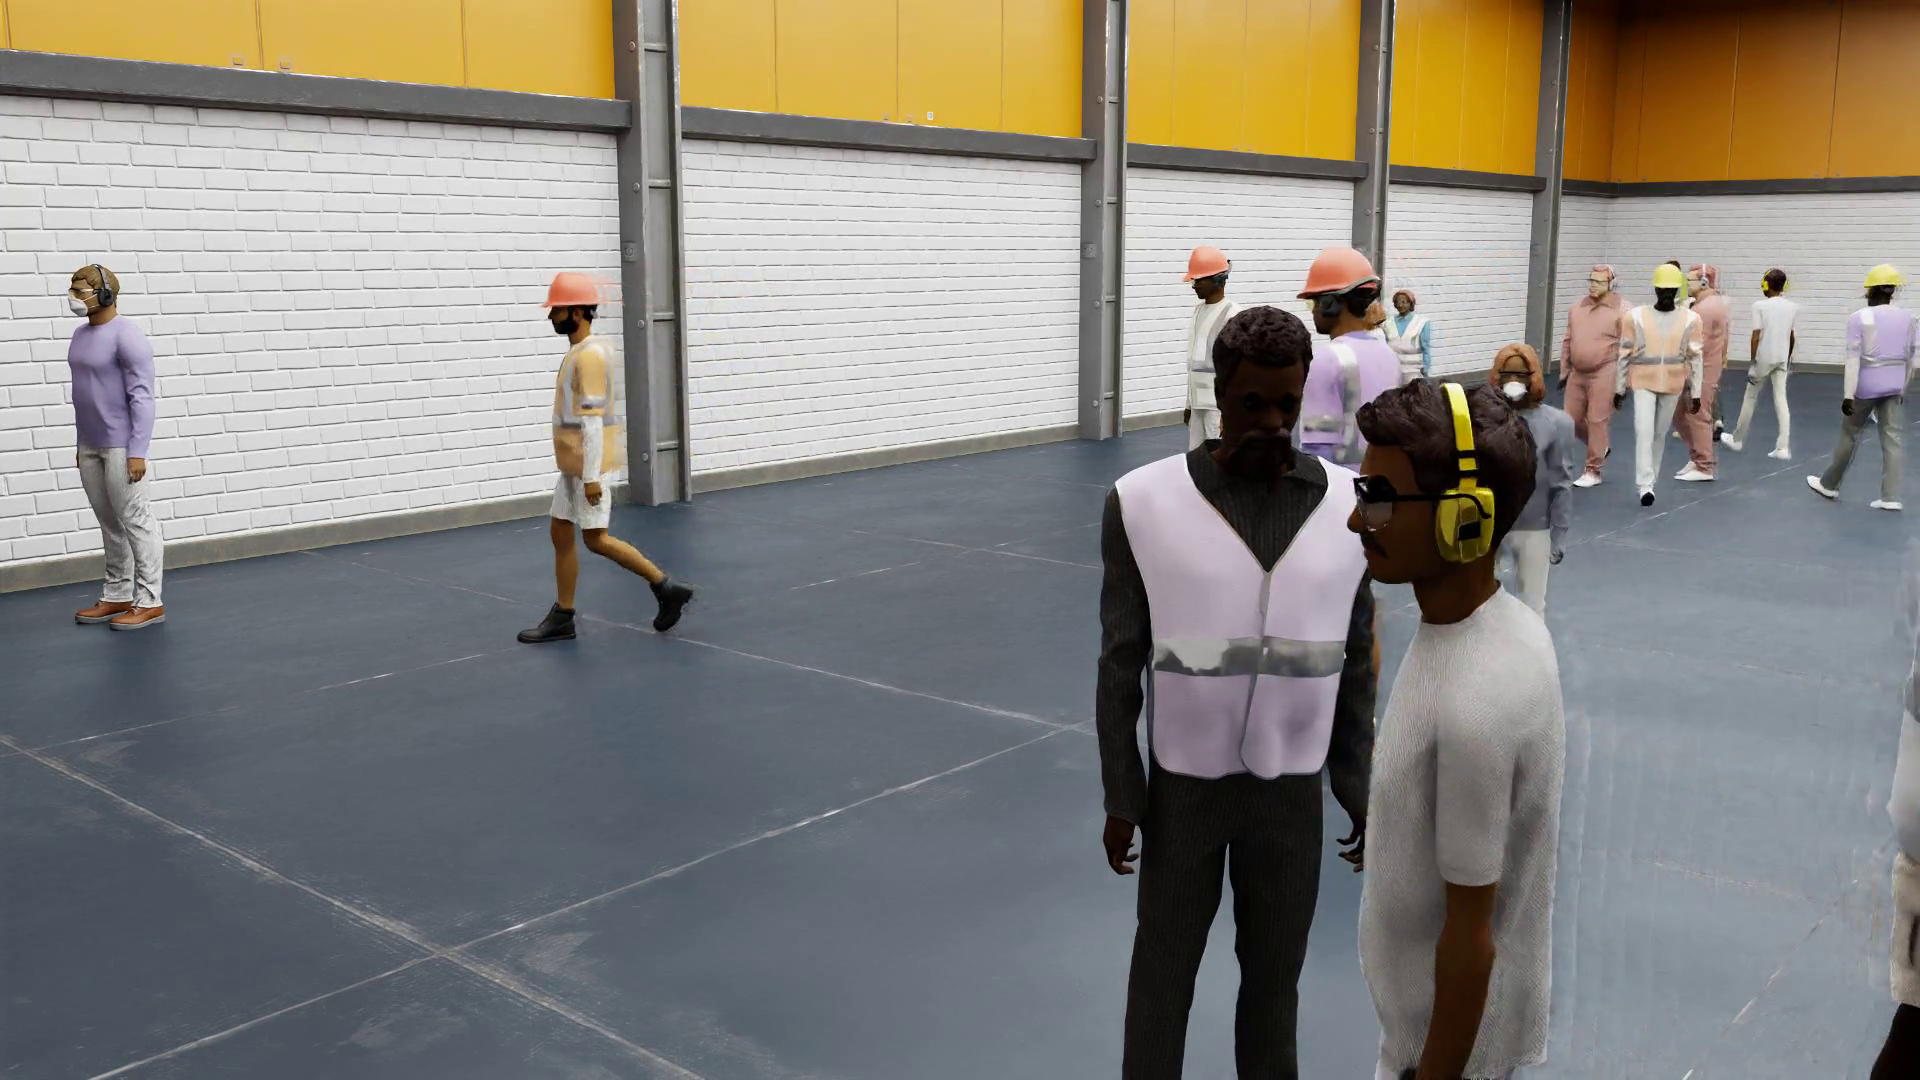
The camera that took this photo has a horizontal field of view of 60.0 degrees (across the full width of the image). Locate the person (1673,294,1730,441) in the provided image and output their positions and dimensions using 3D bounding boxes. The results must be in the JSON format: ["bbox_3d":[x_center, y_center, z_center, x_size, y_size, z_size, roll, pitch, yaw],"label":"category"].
[{"bbox_3d":[7.788,-1.943,17.422,0.548,1.839,0.523,0,10,-1],"label":"person"}]

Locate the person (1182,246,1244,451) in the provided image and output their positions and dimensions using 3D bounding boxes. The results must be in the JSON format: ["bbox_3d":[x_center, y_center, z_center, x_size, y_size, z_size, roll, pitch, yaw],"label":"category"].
[{"bbox_3d":[1.631,-0.901,10.933,0.390,2.034,0.605,-4,11,-20],"label":"person"}]

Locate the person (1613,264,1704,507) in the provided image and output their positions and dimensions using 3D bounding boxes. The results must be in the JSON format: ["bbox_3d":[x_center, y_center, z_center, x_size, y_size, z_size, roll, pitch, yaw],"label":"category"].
[{"bbox_3d":[5.489,-1.197,13.013,0.617,1.882,0.959,2,10,11],"label":"person"}]

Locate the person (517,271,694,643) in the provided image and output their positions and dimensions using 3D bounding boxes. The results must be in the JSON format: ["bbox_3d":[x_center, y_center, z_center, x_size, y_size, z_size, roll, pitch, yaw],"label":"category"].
[{"bbox_3d":[-1.842,-0.414,8.519,0.831,1.915,0.548,-3,10,-18],"label":"person"}]

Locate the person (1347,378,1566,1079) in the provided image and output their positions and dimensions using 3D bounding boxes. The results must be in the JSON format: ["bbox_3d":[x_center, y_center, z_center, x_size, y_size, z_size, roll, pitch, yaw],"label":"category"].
[{"bbox_3d":[0.705,0.698,2.332,0.629,1.851,0.546,3,10,17],"label":"person"}]

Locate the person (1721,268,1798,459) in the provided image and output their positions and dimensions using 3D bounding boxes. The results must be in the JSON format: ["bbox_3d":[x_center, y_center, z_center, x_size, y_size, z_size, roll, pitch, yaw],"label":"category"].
[{"bbox_3d":[7.858,-1.722,16.221,0.544,1.818,0.971,-1,10,-5],"label":"person"}]

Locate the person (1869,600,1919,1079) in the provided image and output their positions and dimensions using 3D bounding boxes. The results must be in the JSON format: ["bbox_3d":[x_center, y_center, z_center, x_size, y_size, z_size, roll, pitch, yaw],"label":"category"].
[{"bbox_3d":[1.957,0.538,3.000,0.604,1.939,0.590,-6,12,-32],"label":"person"}]

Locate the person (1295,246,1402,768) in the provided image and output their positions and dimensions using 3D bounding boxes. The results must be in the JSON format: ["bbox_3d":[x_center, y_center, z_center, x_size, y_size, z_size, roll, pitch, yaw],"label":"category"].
[{"bbox_3d":[1.412,-0.124,6.529,0.665,2.021,0.655,10,14,43],"label":"person"}]

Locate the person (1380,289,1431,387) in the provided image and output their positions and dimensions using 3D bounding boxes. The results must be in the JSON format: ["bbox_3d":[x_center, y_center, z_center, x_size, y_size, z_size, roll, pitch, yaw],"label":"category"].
[{"bbox_3d":[4.348,-1.638,16.268,0.534,1.625,0.461,6,12,33],"label":"person"}]

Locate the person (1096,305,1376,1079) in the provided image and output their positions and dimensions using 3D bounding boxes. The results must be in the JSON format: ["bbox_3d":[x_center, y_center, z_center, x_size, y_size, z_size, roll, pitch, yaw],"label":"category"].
[{"bbox_3d":[0.561,0.487,3.374,0.587,1.914,0.392,-2,10,-10],"label":"person"}]

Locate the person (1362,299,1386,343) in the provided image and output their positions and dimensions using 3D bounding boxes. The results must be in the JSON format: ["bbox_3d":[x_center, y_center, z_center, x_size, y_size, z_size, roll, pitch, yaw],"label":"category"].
[{"bbox_3d":[3.620,-1.308,14.475,0.808,1.604,0.514,0,10,0],"label":"person"}]

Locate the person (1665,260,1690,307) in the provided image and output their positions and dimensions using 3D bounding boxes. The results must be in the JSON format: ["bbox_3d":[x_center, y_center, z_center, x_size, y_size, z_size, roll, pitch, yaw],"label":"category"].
[{"bbox_3d":[11.770,-3.663,27.273,0.767,1.822,0.525,-7,12,-36],"label":"person"}]

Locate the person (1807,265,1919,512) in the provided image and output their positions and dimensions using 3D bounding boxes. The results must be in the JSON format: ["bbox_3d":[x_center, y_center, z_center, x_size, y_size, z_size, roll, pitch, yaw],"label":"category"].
[{"bbox_3d":[7.132,-1.201,13.063,0.611,1.882,0.953,-1,10,-3],"label":"person"}]

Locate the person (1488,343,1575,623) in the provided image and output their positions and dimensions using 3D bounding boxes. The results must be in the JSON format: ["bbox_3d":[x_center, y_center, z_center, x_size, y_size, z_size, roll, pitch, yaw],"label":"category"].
[{"bbox_3d":[2.369,-0.036,7.177,0.497,1.626,0.288,4,11,23],"label":"person"}]

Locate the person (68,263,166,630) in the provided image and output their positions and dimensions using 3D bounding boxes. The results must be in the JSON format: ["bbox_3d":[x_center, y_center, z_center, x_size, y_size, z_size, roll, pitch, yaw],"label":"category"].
[{"bbox_3d":[-4.520,-0.492,8.870,0.627,1.941,0.371,7,12,34],"label":"person"}]

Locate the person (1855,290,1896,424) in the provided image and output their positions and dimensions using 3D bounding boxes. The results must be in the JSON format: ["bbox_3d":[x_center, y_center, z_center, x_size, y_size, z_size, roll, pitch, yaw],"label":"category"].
[{"bbox_3d":[10.456,-2.171,19.040,0.366,1.731,0.492,-7,12,-35],"label":"person"}]

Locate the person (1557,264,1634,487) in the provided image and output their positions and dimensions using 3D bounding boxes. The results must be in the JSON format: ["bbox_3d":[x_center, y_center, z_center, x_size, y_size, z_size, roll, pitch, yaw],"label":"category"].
[{"bbox_3d":[5.437,-1.400,14.169,0.541,1.890,0.661,-6,12,-33],"label":"person"}]

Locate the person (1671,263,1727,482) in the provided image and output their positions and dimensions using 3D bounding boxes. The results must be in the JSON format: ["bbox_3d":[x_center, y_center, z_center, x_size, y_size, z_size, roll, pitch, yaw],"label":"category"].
[{"bbox_3d":[6.406,-1.445,14.457,0.460,1.891,0.654,4,11,23],"label":"person"}]
